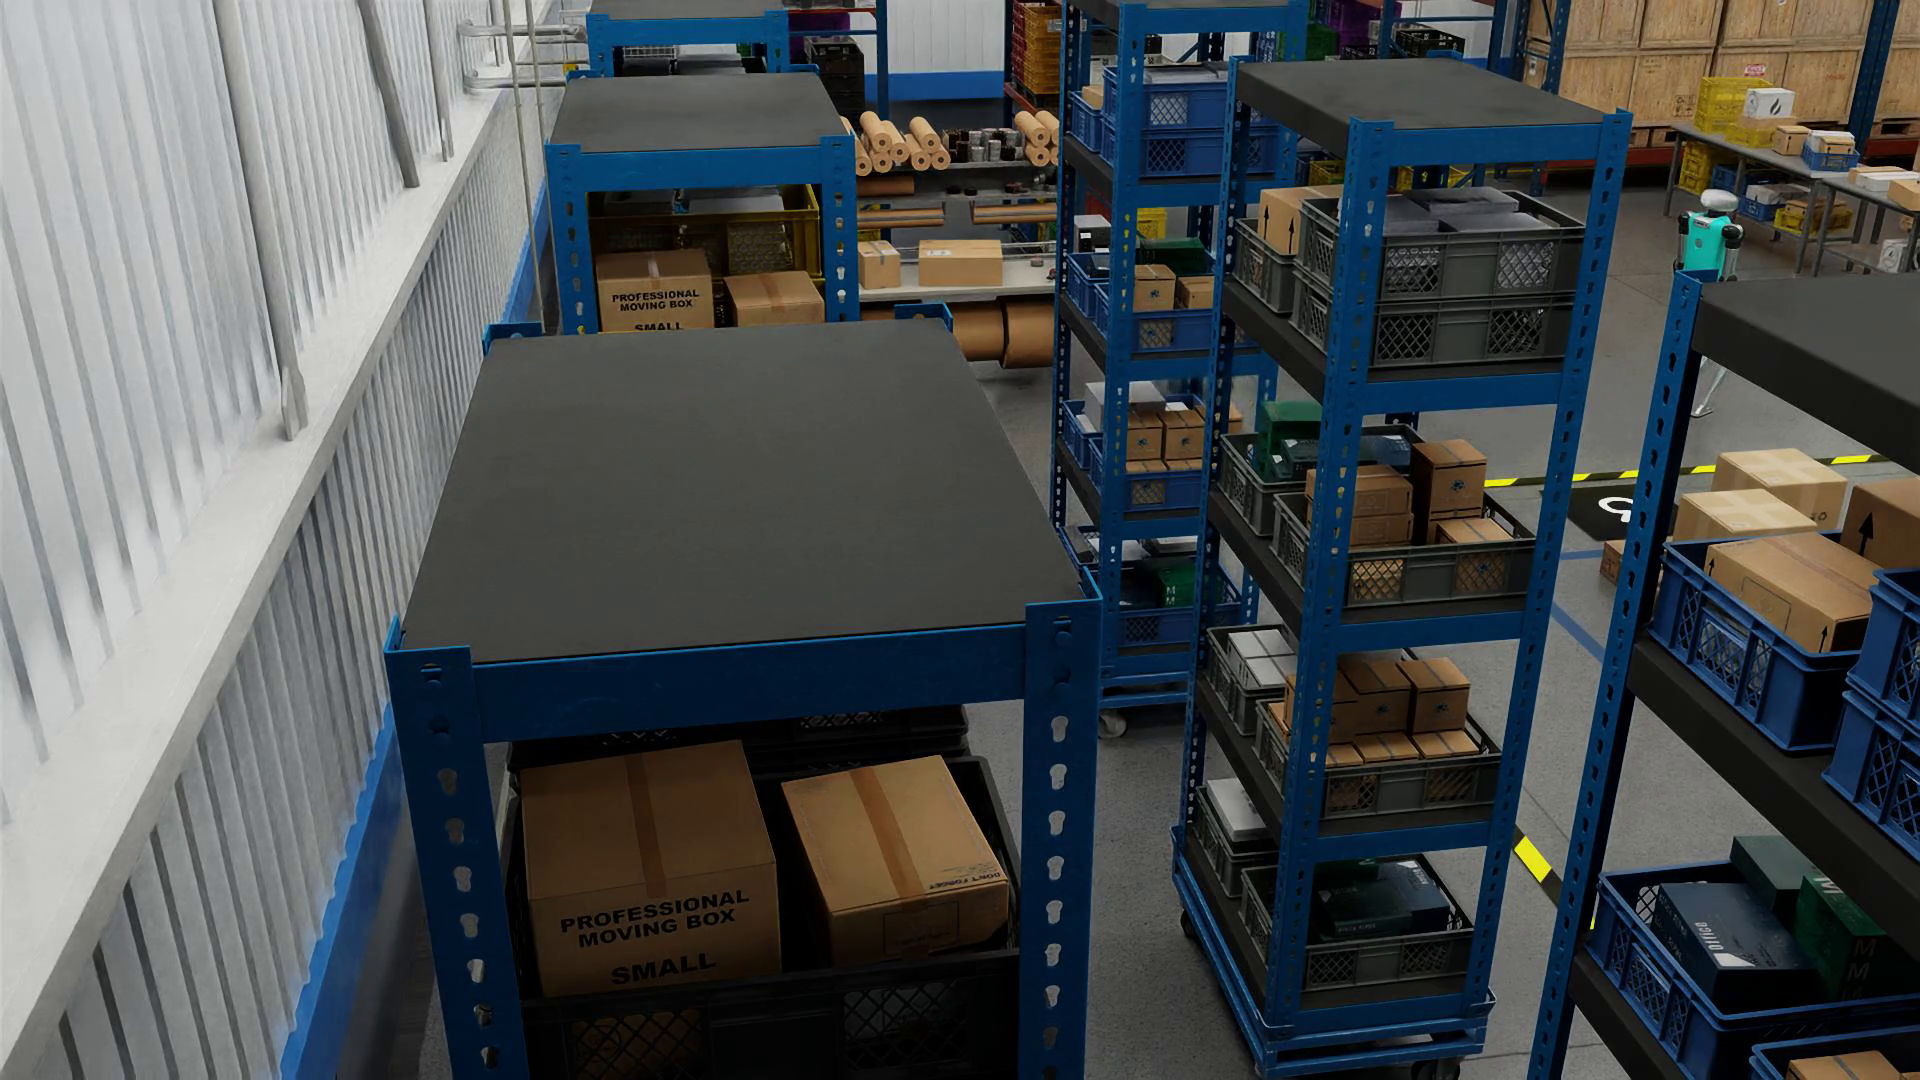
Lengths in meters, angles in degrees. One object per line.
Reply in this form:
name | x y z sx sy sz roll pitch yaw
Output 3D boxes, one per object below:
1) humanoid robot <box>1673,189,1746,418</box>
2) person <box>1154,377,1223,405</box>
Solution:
humanoid robot | 5.558 -1.740 12.162 0.735 1.677 0.533 -11 27 -23
person | 1.505 -1.022 10.682 0.589 1.809 0.958 -2 25 -5
